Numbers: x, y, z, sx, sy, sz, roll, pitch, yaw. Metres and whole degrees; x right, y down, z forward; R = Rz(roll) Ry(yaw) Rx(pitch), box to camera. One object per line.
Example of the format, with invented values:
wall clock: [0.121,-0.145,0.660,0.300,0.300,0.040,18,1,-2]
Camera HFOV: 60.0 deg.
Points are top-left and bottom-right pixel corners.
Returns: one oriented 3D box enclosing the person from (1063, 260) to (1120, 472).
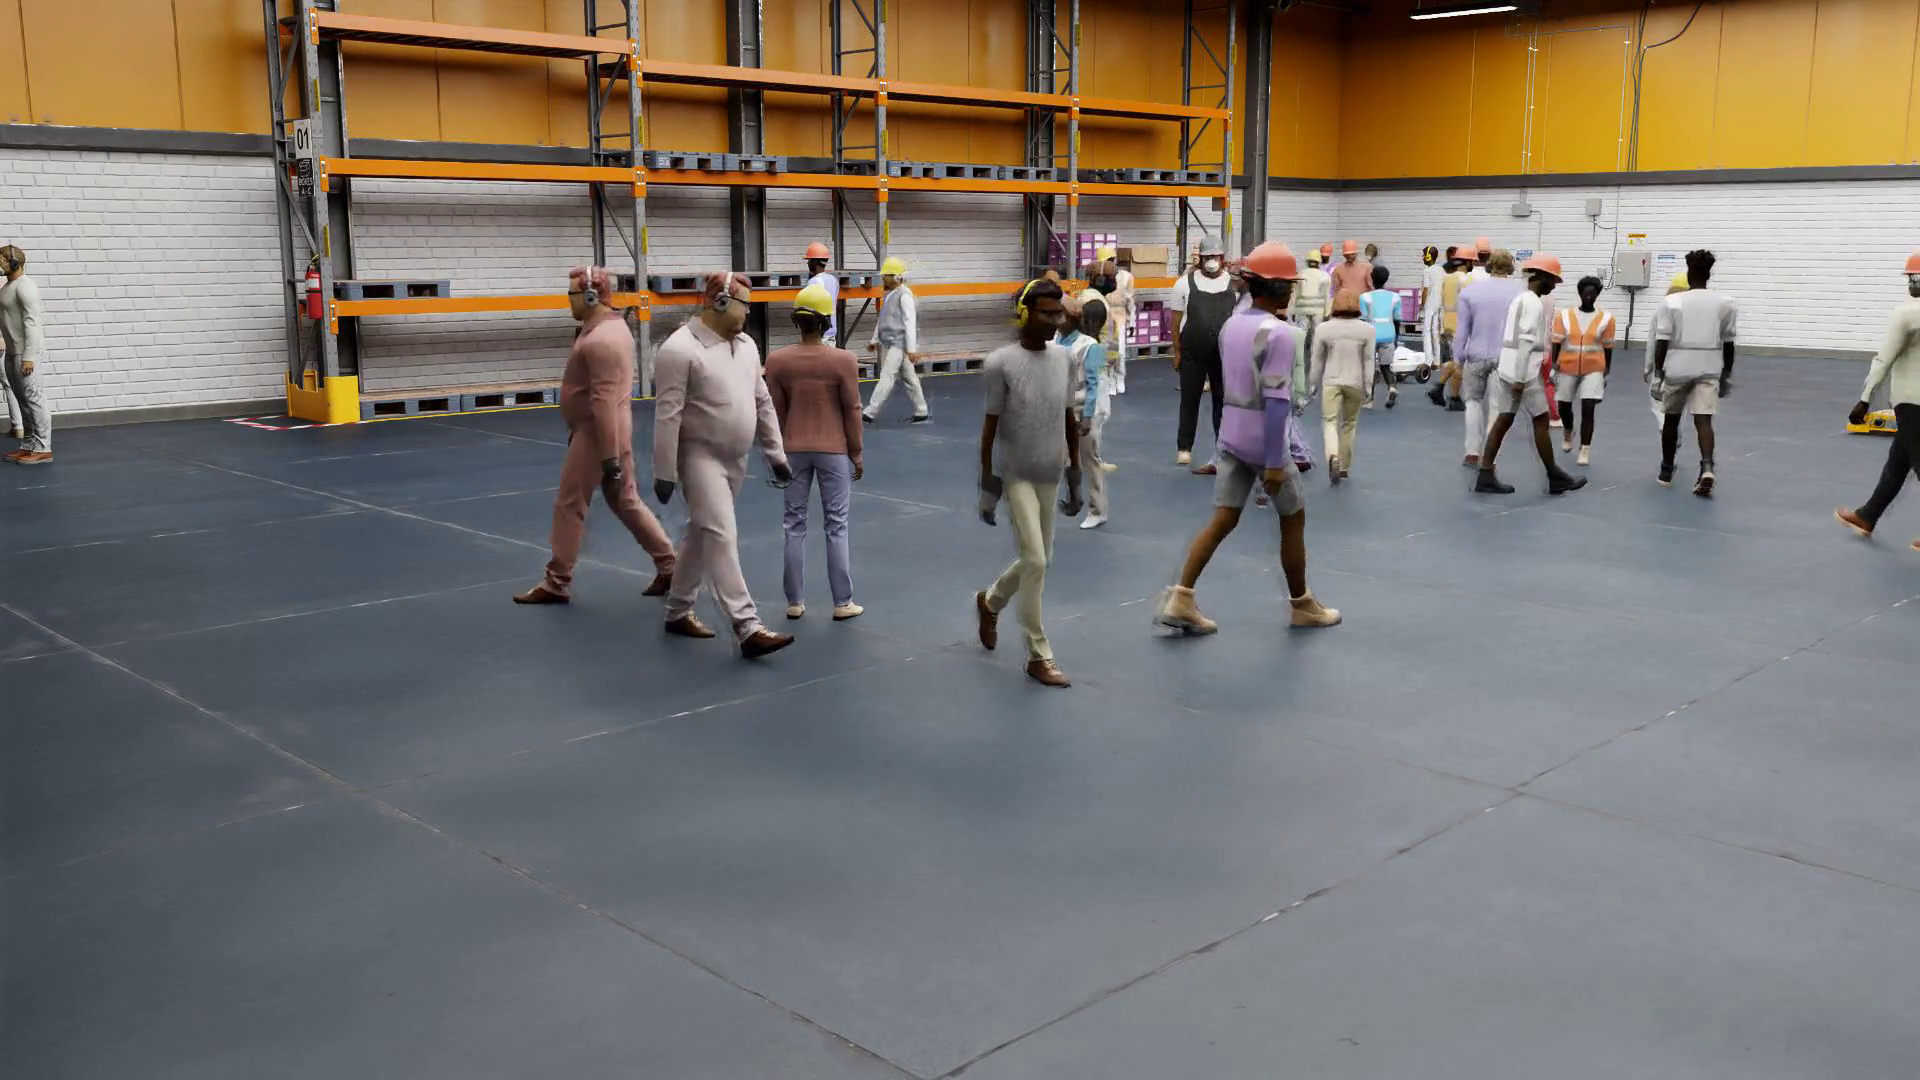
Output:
person: [1.095,-1.455,14.081,0.508,1.822,0.669,0,10,1]

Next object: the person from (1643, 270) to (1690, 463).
person: [6.285,-1.498,14.588,0.491,1.720,0.669,1,10,7]

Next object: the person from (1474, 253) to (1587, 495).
person: [4.500,-1.283,12.988,0.932,1.872,0.621,1,10,3]

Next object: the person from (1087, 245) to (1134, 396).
person: [1.894,-2.760,20.982,0.608,1.892,0.437,1,10,7]

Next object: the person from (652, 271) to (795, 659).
person: [-1.147,-0.373,8.113,0.990,1.845,0.650,6,12,28]

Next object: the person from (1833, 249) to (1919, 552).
person: [6.146,-0.906,10.758,0.624,1.939,1.022,-5,11,-23]

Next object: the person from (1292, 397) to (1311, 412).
person: [3.530,-2.328,18.894,0.953,1.798,0.568,-1,10,-6]

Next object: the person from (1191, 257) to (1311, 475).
person: [2.505,-1.440,13.950,0.973,1.855,0.663,-1,10,-7]

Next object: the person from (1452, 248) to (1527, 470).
person: [4.554,-1.527,14.237,0.657,1.909,0.676,3,11,15]

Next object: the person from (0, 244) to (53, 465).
person: [-8.344,-1.643,14.785,0.631,1.940,0.372,10,15,44]

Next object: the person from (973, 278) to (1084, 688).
person: [0.305,-0.293,7.707,0.529,1.839,0.824,-7,12,-33]

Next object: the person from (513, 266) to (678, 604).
person: [-1.971,-0.575,9.172,0.935,1.863,0.648,0,10,-1]

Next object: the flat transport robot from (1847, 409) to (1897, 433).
flat transport robot: [9.794,-1.162,16.709,0.652,0.197,1.431,-10,14,-44]

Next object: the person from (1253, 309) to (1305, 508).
person: [2.315,-1.062,12.472,0.538,1.608,0.611,3,11,13]

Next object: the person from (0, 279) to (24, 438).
person: [-9.580,-1.899,16.443,0.429,1.844,0.624,6,12,28]

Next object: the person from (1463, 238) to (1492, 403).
person: [6.090,-2.545,19.577,0.620,1.997,1.068,1,10,4]

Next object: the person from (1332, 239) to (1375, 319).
person: [5.839,-3.466,24.659,0.645,1.962,0.536,6,12,29]

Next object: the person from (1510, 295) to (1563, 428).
person: [6.019,-2.023,17.440,0.884,1.724,0.532,-4,11,-19]

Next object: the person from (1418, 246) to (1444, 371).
person: [7.009,-3.443,24.818,0.316,1.860,0.510,10,14,44]

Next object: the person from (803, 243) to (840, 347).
person: [-1.529,-2.247,18.079,0.359,1.939,0.543,4,11,22]

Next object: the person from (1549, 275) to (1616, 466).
person: [5.541,-1.521,14.814,0.538,1.676,0.649,5,11,24]

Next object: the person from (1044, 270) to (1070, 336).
person: [1.112,-2.548,20.653,0.509,1.604,0.806,0,10,3]

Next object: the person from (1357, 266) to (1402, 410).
person: [4.823,-2.304,19.103,0.537,1.680,0.551,-1,10,-5]

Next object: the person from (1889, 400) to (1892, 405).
person: [11.184,-2.277,19.181,0.840,1.603,0.525,-1,10,-8]

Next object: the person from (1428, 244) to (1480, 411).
person: [5.750,-2.434,19.126,0.416,1.920,0.554,-2,11,-12]

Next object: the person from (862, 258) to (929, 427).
person: [-0.743,-2.084,17.609,0.956,1.774,0.605,-3,11,-15]

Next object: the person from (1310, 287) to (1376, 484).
person: [3.121,-1.255,13.572,0.507,1.609,0.718,2,11,9]

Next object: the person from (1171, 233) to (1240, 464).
person: [2.214,-1.683,14.720,0.682,2.000,0.537,0,10,1]

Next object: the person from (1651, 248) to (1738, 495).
person: [5.802,-1.330,13.138,0.618,1.930,0.954,2,11,12]

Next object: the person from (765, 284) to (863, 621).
person: [-0.759,-0.452,8.755,0.524,1.770,0.315,2,11,11]

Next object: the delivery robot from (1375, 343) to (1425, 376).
delivery robot: [6.012,-2.454,22.726,0.707,0.478,0.477,-6,12,-31]

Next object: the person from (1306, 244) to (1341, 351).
person: [6.252,-4.183,28.810,0.589,1.862,1.018,9,14,41]

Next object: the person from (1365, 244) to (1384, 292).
person: [7.266,-4.300,29.496,1.044,1.861,0.710,1,10,3]

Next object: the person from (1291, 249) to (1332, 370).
person: [5.244,-3.434,24.879,0.594,1.821,0.542,3,11,18]

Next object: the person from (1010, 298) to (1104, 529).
person: [0.711,-0.831,11.270,0.532,1.591,0.852,9,14,42]

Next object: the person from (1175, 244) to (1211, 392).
person: [3.096,-2.878,21.603,0.651,1.907,0.409,9,13,39]

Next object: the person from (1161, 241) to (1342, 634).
person: [1.476,-0.498,8.397,1.027,1.999,0.621,-4,11,-23]

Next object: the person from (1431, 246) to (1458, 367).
person: [7.507,-3.619,25.773,0.600,1.871,0.899,-1,10,-8]
